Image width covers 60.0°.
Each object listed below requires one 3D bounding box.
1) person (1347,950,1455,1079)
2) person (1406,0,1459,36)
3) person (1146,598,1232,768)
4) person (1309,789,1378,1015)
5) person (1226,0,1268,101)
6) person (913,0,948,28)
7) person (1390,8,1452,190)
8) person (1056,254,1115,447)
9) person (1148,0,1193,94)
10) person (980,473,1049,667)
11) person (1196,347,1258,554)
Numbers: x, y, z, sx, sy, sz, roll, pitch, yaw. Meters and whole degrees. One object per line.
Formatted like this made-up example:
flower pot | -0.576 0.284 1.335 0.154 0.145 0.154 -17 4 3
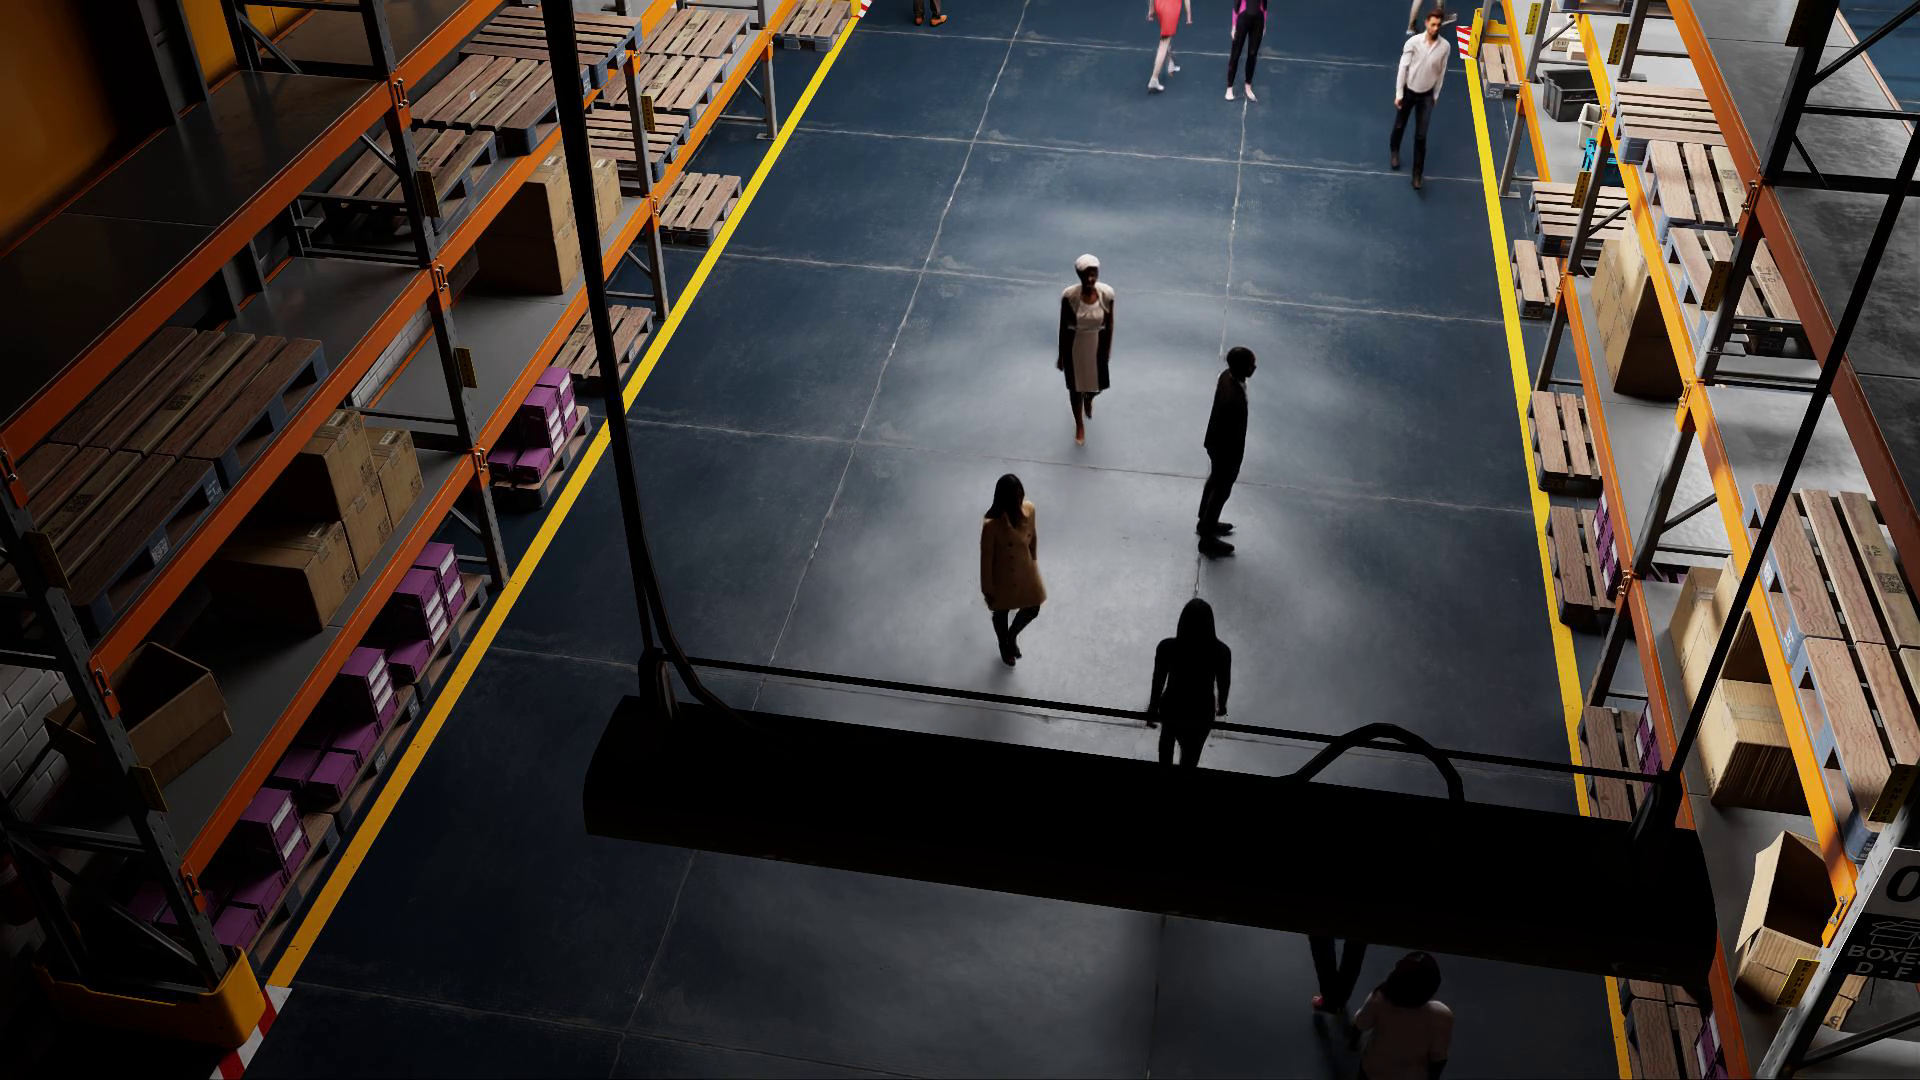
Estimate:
person | 2.145 2.774 8.334 0.713 1.740 1.144 11 40 14
person | 5.900 -7.099 20.808 1.150 1.601 1.092 -24 45 -27
person | 1.408 1.148 10.409 0.647 1.692 0.714 9 39 11
person | 2.207 2.059 9.221 0.767 1.750 0.773 -2 39 -3
person | 3.355 -5.985 19.295 0.620 1.748 0.626 -3 39 -4
person | -0.423 -7.480 21.038 0.708 1.908 0.631 10 40 13
person | 4.821 -4.748 17.683 0.709 1.827 1.162 3 39 4
person | 1.028 -1.616 13.831 0.704 1.741 0.831 -1 39 -1
person | 2.357 -6.091 19.387 1.051 1.800 0.926 -31 48 -33
person | 0.293 0.189 11.625 0.785 1.671 0.827 -19 42 -22
person | 2.007 -0.699 12.636 0.740 1.799 0.525 1 39 1
